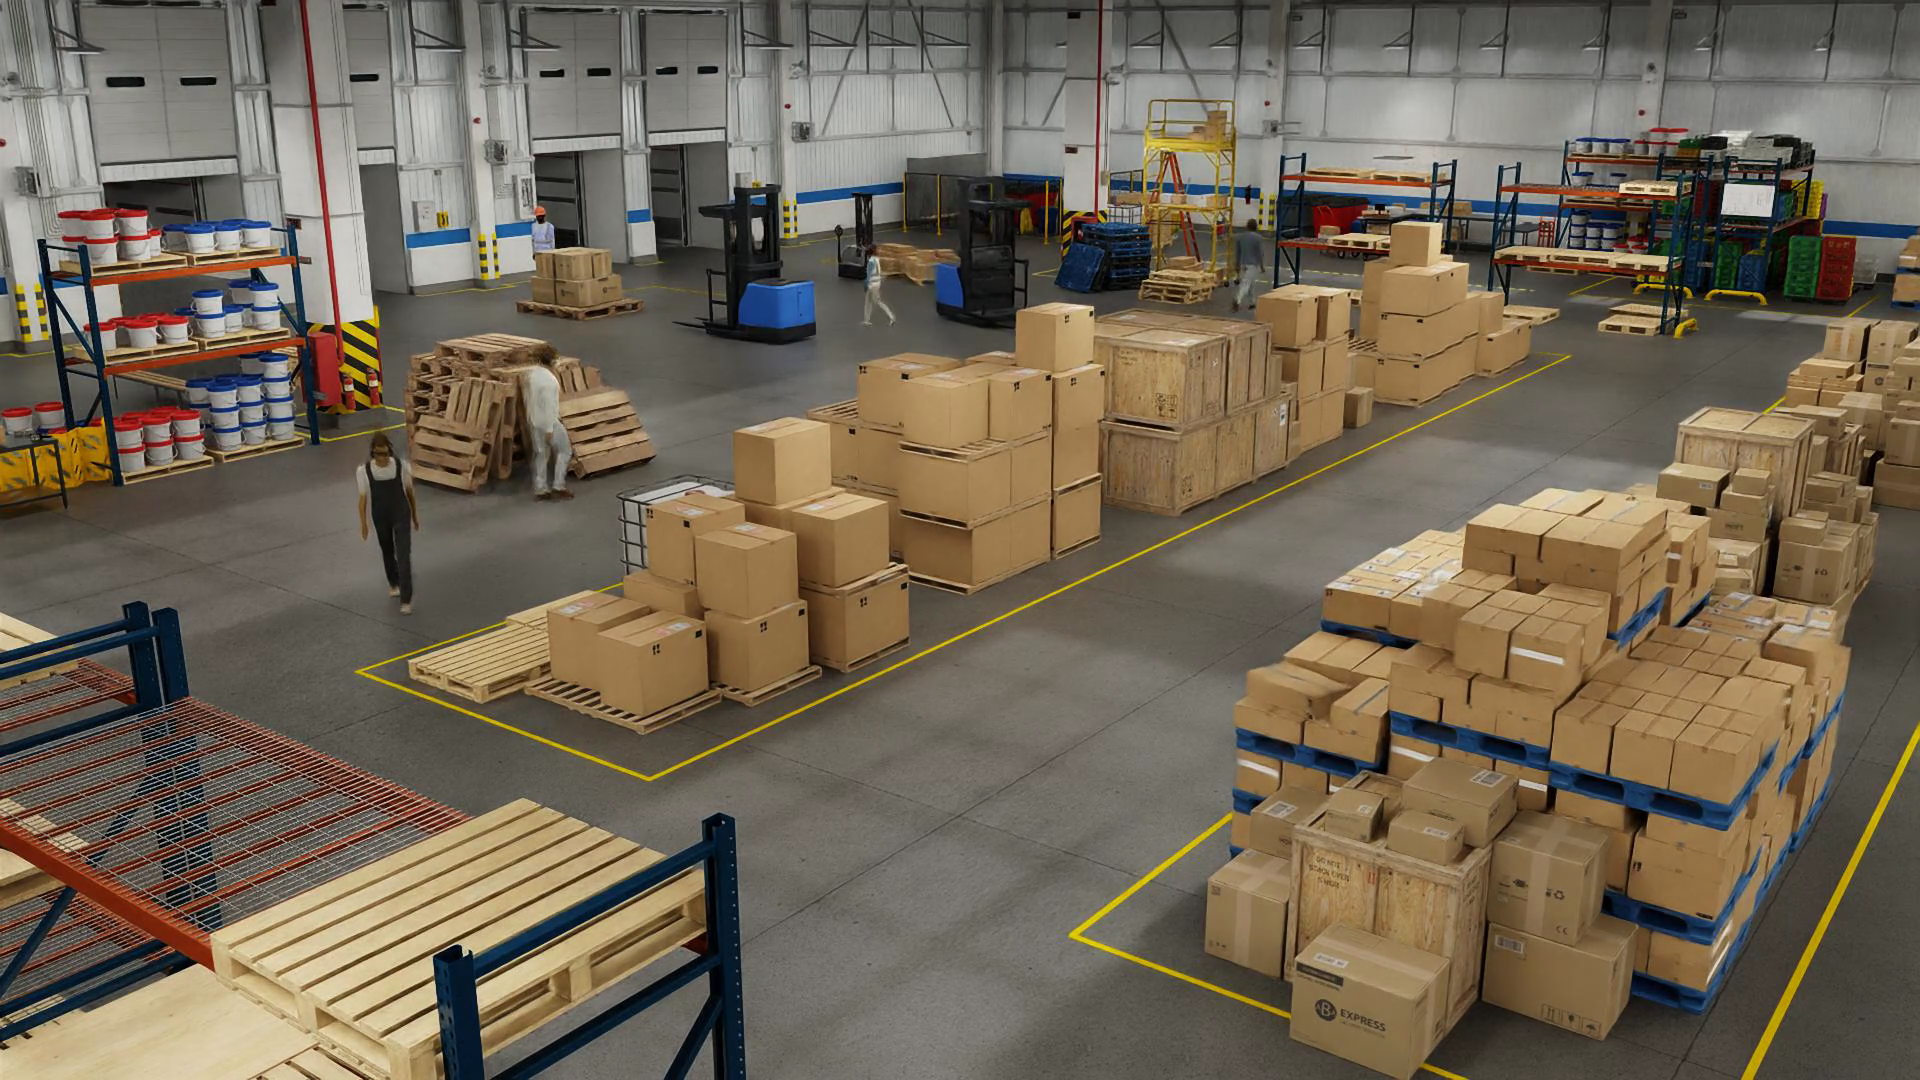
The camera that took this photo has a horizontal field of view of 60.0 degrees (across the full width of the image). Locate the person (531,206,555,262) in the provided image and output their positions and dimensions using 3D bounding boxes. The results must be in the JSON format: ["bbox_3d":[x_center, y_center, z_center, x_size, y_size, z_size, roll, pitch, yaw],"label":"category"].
[{"bbox_3d":[-9.056,-6.261,36.112,0.543,1.938,0.356,5,17,15],"label":"person"}]

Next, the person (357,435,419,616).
[{"bbox_3d":[-5.612,-0.204,16.352,0.538,1.781,0.933,-5,17,-16],"label":"person"}]

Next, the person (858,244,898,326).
[{"bbox_3d":[-1.600,-4.954,32.344,0.737,1.608,0.514,1,17,4],"label":"person"}]

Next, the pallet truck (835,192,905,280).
[{"bbox_3d":[-1.936,-7.159,38.982,1.885,1.965,0.823,-12,21,-34],"label":"pallet truck"}]

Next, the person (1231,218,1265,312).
[{"bbox_3d":[5.896,-5.636,34.111,0.908,1.909,0.632,-12,21,-35],"label":"person"}]

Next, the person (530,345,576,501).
[{"bbox_3d":[-4.928,-1.410,20.097,0.610,1.912,0.621,-11,20,-33],"label":"person"}]

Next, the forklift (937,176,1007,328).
[{"bbox_3d":[0.430,-5.728,32.741,1.129,2.768,1.873,-10,20,-30],"label":"forklift"}]

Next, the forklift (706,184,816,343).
[{"bbox_3d":[-3.717,-5.181,30.929,1.873,2.768,1.129,12,21,35],"label":"forklift"}]
